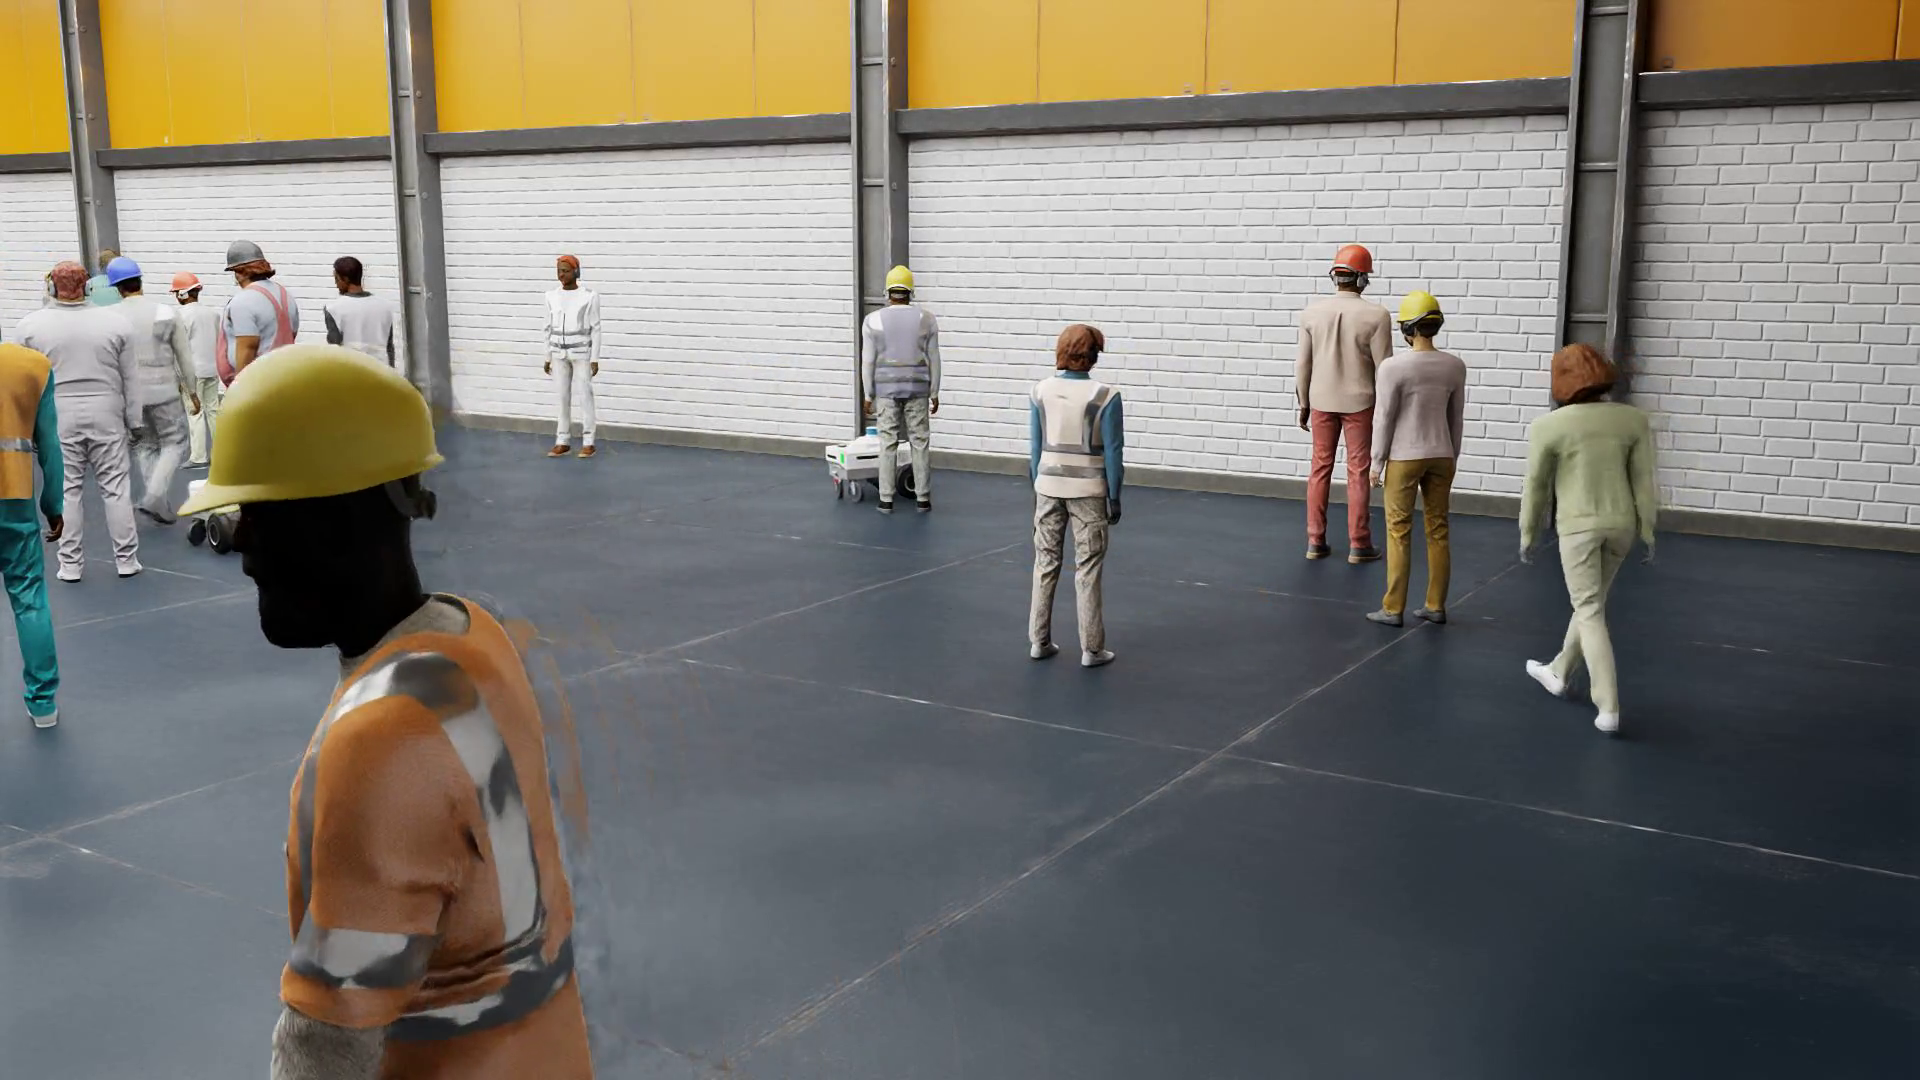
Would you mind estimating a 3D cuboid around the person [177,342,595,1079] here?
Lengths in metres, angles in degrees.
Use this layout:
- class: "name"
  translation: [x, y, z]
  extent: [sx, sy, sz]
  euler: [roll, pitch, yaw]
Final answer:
- class: "person"
  translation: [-0.722, 0.718, 2.025]
  extent: [0.722, 1.898, 0.604]
  euler: [-3, 11, -16]

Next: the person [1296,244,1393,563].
- class: "person"
  translation: [2.432, -0.856, 10.501]
  extent: [0.618, 1.993, 0.396]
  euler: [7, 12, 33]

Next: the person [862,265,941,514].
- class: "person"
  translation: [-0.434, -1.107, 12.338]
  extent: [0.588, 1.835, 0.403]
  euler: [-1, 10, -5]

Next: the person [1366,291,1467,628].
- class: "person"
  translation: [2.390, -0.419, 8.737]
  extent: [0.525, 1.760, 0.341]
  euler: [-3, 11, -17]

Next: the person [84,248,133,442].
- class: "person"
  translation: [-8.456, -1.940, 16.663]
  extent: [0.635, 1.936, 0.355]
  euler: [1, 10, 8]

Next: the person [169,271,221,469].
- class: "person"
  translation: [-6.805, -1.506, 14.798]
  extent: [0.350, 1.744, 0.565]
  euler: [3, 11, 16]

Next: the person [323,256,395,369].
- class: "person"
  translation: [-4.584, -1.217, 12.772]
  extent: [0.509, 1.903, 0.652]
  euler: [9, 13, 39]

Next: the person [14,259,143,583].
- class: "person"
  translation: [-5.209, -0.703, 9.886]
  extent: [0.651, 1.911, 0.409]
  euler: [-6, 12, -30]

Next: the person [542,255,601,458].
- class: "person"
  translation: [-3.623, -1.704, 15.512]
  extent: [0.574, 1.883, 0.355]
  euler: [2, 10, 13]

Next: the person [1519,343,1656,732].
- class: "person"
  translation: [2.629, -0.030, 7.023]
  extent: [0.516, 1.583, 0.821]
  euler: [-1, 10, -3]

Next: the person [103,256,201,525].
- class: "person"
  translation: [-5.699, -1.027, 11.667]
  extent: [0.650, 1.909, 0.588]
  euler: [-2, 10, -9]

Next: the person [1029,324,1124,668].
- class: "person"
  translation: [0.543, -0.211, 7.947]
  extent: [0.511, 1.630, 0.315]
  euler: [7, 12, 32]

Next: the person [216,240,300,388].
- class: "person"
  translation: [-5.165, -1.184, 12.193]
  extent: [0.536, 2.000, 0.672]
  euler: [2, 10, 8]

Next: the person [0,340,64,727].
- class: "person"
  translation: [-3.982, -0.145, 6.807]
  extent: [0.592, 1.911, 0.390]
  euler: [-9, 13, -39]

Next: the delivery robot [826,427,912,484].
- class: "delivery robot"
  translation: [-0.688, -0.648, 13.077]
  extent: [0.707, 0.478, 0.477]
  euler: [-6, 12, -28]
